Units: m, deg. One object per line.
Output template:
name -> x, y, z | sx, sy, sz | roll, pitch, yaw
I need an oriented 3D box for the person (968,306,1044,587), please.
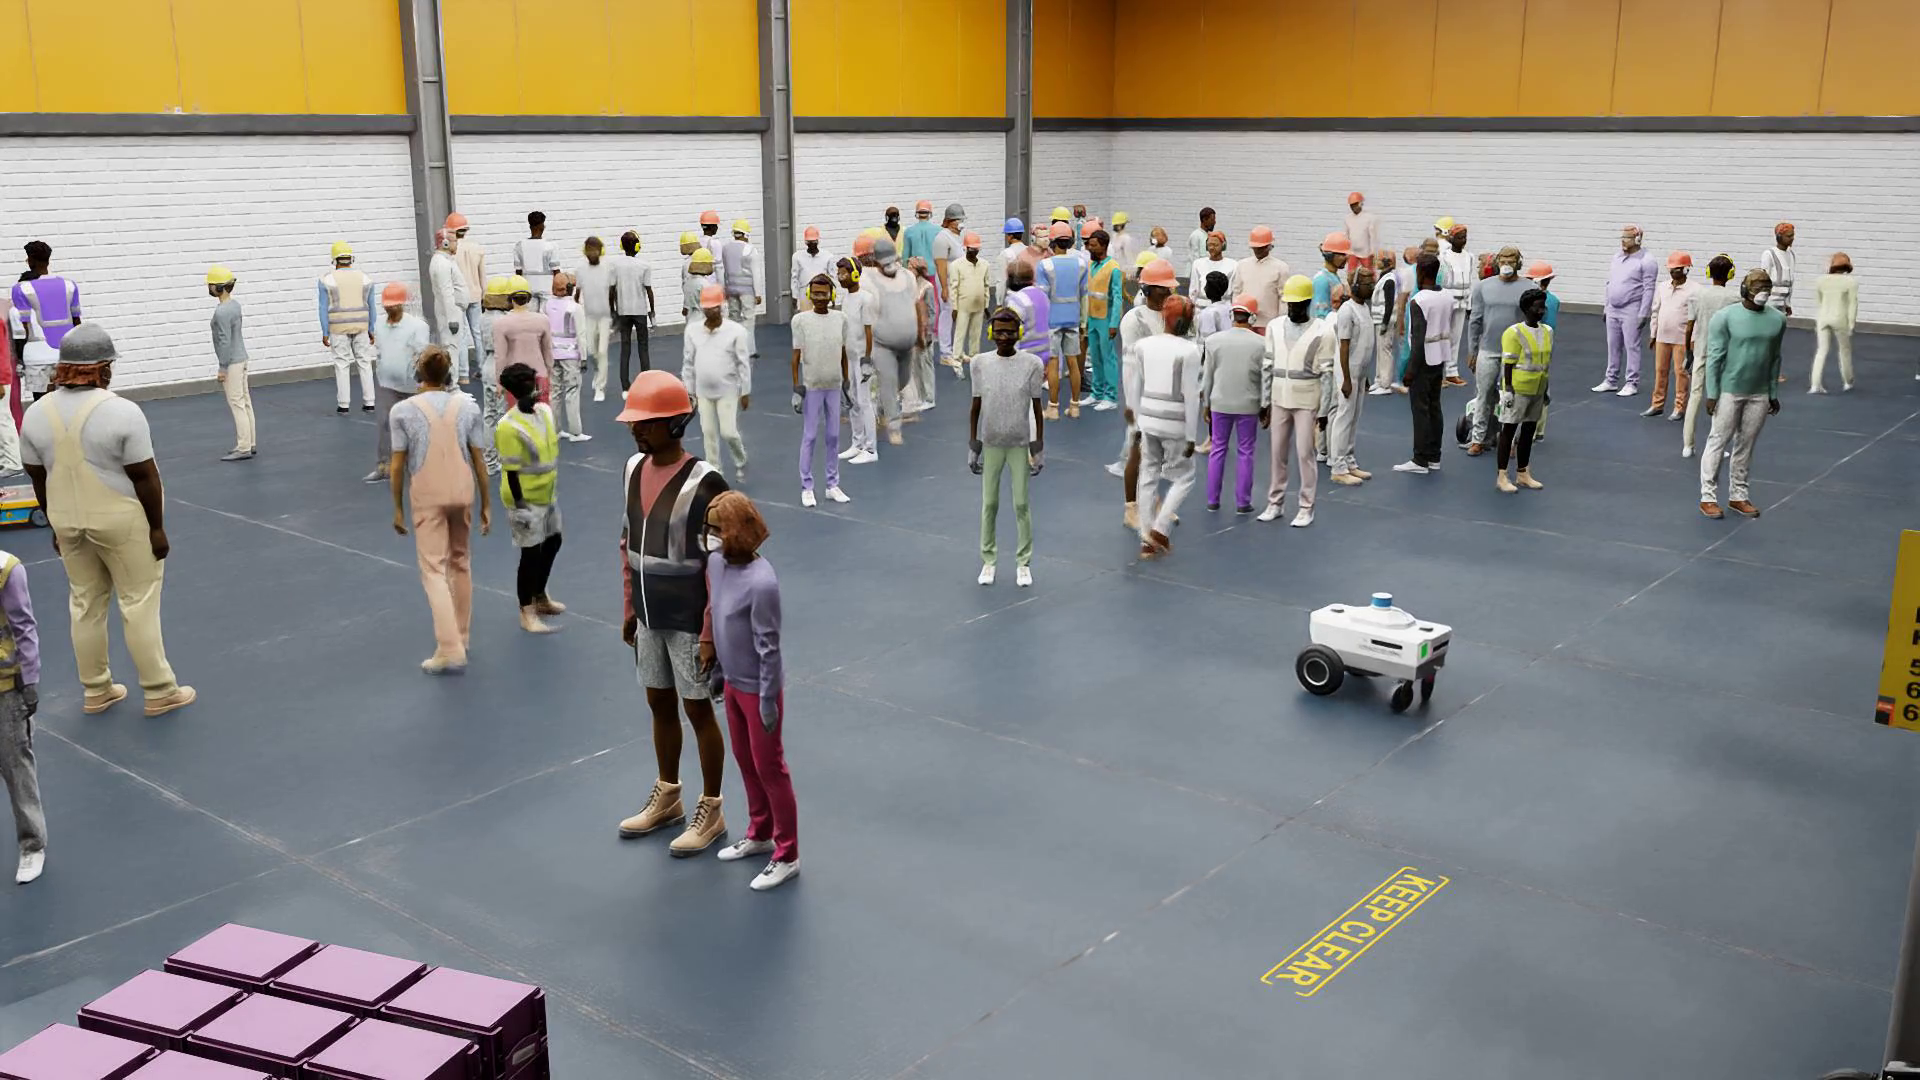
person -> 0.305, -0.614, 10.998 | 0.509, 1.863, 0.326 | 2, 14, 8

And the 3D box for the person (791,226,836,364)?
person -> -1.870, -3.128, 21.256 | 0.575, 1.749, 0.335 | -2, 14, -6

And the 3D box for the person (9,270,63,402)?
person -> -8.543, -1.665, 15.528 | 0.321, 1.695, 0.530 | 11, 18, 38

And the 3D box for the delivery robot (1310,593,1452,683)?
delivery robot -> 2.247, 0.525, 8.898 | 0.707, 0.478, 0.477 | 12, 18, 39

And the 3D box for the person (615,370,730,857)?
person -> -1.212, 0.308, 6.939 | 0.608, 2.044, 0.377 | 11, 18, 38

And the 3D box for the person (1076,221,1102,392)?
person -> 1.477, -2.670, 19.051 | 0.378, 1.938, 0.547 | 1, 14, 3

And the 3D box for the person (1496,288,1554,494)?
person -> 4.706, -1.241, 13.831 | 0.533, 1.697, 0.318 | -8, 16, -29

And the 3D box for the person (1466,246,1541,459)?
person -> 4.965, -1.716, 15.239 | 0.631, 1.940, 0.372 | 6, 15, 22

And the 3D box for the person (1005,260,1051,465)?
person -> 0.583, -1.596, 14.989 | 0.431, 1.835, 0.628 | 8, 16, 28

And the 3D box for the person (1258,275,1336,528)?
person -> 2.544, -1.053, 12.637 | 0.591, 1.918, 0.396 | 12, 18, 40

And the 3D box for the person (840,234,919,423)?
person -> -0.882, -2.130, 16.917 | 0.997, 1.919, 0.624 | 1, 14, 3

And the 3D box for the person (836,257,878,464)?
person -> -0.949, -1.624, 15.051 | 0.338, 1.856, 0.524 | -9, 17, -32

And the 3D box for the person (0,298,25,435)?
person -> -8.899, -1.655, 15.359 | 0.526, 1.760, 0.341 | -12, 18, -39

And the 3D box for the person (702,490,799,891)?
person -> -0.847, 0.592, 6.670 | 0.322, 1.623, 0.511 | -9, 16, -31

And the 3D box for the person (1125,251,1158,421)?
person -> 1.880, -2.031, 16.850 | 0.309, 1.769, 0.525 | -3, 14, -10

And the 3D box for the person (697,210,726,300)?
person -> -3.211, -3.275, 21.472 | 0.553, 1.935, 0.362 | 12, 18, 40

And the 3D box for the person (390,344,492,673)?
person -> -2.890, -0.177, 9.381 | 0.531, 1.813, 0.691 | -9, 17, -32

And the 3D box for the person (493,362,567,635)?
person -> -2.576, -0.256, 9.986 | 0.368, 1.665, 0.633 | 4, 15, 15

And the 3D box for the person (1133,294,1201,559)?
person -> 1.424, -0.776, 11.612 | 0.620, 1.877, 0.402 | 11, 18, 37

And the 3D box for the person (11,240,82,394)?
person -> -8.510, -1.814, 15.571 | 0.367, 1.966, 0.607 | 9, 17, 33

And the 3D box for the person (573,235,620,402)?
person -> -4.031, -2.485, 18.523 | 0.519, 1.841, 0.625 | 0, 14, 0

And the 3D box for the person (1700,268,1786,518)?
person -> 6.074, -1.133, 12.909 | 0.627, 1.941, 0.371 | -2, 14, -9

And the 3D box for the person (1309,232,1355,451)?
person -> 3.462, -1.855, 15.584 | 0.392, 2.039, 0.614 | 6, 15, 21

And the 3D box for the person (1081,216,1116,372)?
person -> 1.644, -3.039, 20.589 | 0.409, 1.907, 0.651 | -6, 15, -23

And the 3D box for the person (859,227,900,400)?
person -> -0.910, -2.461, 18.258 | 0.590, 1.920, 0.398 | 9, 16, 31

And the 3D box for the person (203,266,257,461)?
person -> -6.658, -1.610, 15.165 | 0.308, 1.769, 0.524 | -2, 14, -10

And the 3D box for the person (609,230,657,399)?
person -> -3.629, -2.491, 18.477 | 0.536, 1.869, 0.314 | 2, 14, 6

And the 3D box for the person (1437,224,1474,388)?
person -> 5.738, -2.721, 19.369 | 0.580, 1.883, 0.352 | -7, 16, -27

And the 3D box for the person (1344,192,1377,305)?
person -> 6.546, -4.675, 27.047 | 0.634, 1.960, 0.751 | 13, 19, 41

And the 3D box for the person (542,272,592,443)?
person -> -3.791, -1.748, 15.991 | 0.522, 1.633, 0.315 | 8, 16, 30

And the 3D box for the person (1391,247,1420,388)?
person -> 5.214, -2.566, 19.245 | 0.515, 1.639, 0.314 | -6, 15, -22

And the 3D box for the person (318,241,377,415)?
person -> -6.449, -2.231, 17.544 | 0.585, 1.824, 0.405 | -11, 18, -38

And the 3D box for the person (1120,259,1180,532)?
person -> 1.465, -1.084, 12.500 | 0.375, 2.042, 0.615 | 13, 19, 43

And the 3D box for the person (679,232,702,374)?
person -> -3.273, -2.895, 20.362 | 0.304, 1.736, 0.486 | 4, 15, 15

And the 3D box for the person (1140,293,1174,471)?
person -> 1.751, -1.394, 14.570 | 0.278, 1.633, 0.507 | -3, 14, -10

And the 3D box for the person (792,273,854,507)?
person -> -1.099, -1.204, 13.346 | 0.534, 1.863, 0.311 | -8, 16, -28

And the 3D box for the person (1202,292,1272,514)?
person -> 2.182, -1.069, 13.058 | 0.578, 1.738, 0.354 | 5, 15, 19

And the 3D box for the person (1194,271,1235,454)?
person -> 2.363, -1.639, 15.420 | 0.321, 1.697, 0.529 | 10, 17, 35

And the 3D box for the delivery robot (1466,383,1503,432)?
delivery robot -> 5.157, -1.278, 16.103 | 0.477, 0.478, 0.707 | 9, 16, 31

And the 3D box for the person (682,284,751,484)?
person -> -2.019, -1.257, 13.808 | 0.575, 1.738, 0.431 | 4, 14, 14
